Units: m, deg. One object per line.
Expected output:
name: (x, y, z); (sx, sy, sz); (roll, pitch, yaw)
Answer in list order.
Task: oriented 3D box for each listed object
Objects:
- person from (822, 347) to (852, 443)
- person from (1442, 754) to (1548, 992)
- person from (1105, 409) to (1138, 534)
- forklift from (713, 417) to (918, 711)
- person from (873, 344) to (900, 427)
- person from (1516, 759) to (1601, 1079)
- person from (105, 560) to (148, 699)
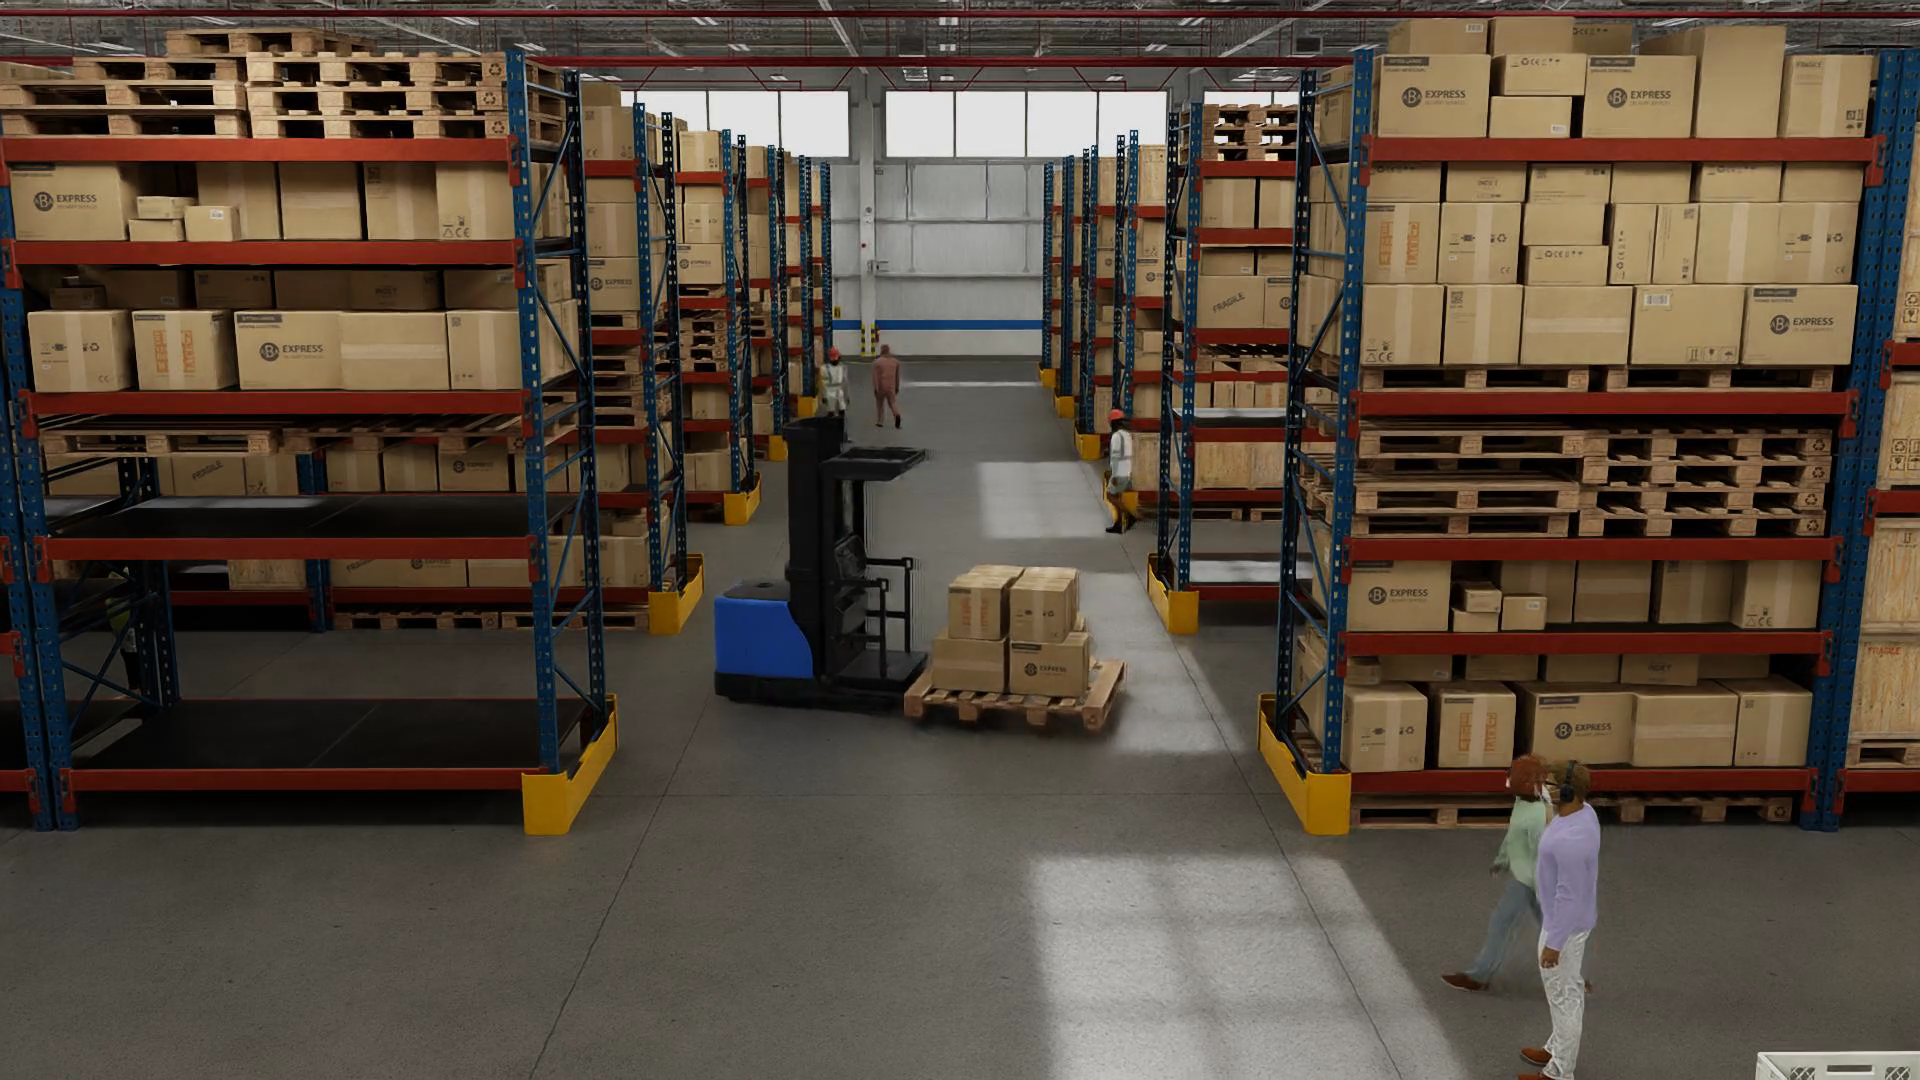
person: (-2.628, -3.056, 34.986); (0.664, 2.018, 0.620); (-8, 14, -33)
person: (3.556, 2.112, 10.459); (0.873, 1.591, 0.497); (3, 12, 15)
person: (2.443, -1.022, 25.225); (0.604, 1.894, 0.599); (7, 13, 31)
forklift: (-1.472, 0.188, 16.767); (1.873, 2.768, 1.129); (2, 12, 12)
person: (-1.628, -3.440, 37.250); (0.652, 1.886, 0.752); (-6, 13, -26)
person: (3.378, 2.159, 9.342); (0.371, 1.941, 0.627); (5, 13, 24)
person: (-8.295, 0.833, 16.515); (0.315, 1.696, 0.540); (-11, 16, -44)
